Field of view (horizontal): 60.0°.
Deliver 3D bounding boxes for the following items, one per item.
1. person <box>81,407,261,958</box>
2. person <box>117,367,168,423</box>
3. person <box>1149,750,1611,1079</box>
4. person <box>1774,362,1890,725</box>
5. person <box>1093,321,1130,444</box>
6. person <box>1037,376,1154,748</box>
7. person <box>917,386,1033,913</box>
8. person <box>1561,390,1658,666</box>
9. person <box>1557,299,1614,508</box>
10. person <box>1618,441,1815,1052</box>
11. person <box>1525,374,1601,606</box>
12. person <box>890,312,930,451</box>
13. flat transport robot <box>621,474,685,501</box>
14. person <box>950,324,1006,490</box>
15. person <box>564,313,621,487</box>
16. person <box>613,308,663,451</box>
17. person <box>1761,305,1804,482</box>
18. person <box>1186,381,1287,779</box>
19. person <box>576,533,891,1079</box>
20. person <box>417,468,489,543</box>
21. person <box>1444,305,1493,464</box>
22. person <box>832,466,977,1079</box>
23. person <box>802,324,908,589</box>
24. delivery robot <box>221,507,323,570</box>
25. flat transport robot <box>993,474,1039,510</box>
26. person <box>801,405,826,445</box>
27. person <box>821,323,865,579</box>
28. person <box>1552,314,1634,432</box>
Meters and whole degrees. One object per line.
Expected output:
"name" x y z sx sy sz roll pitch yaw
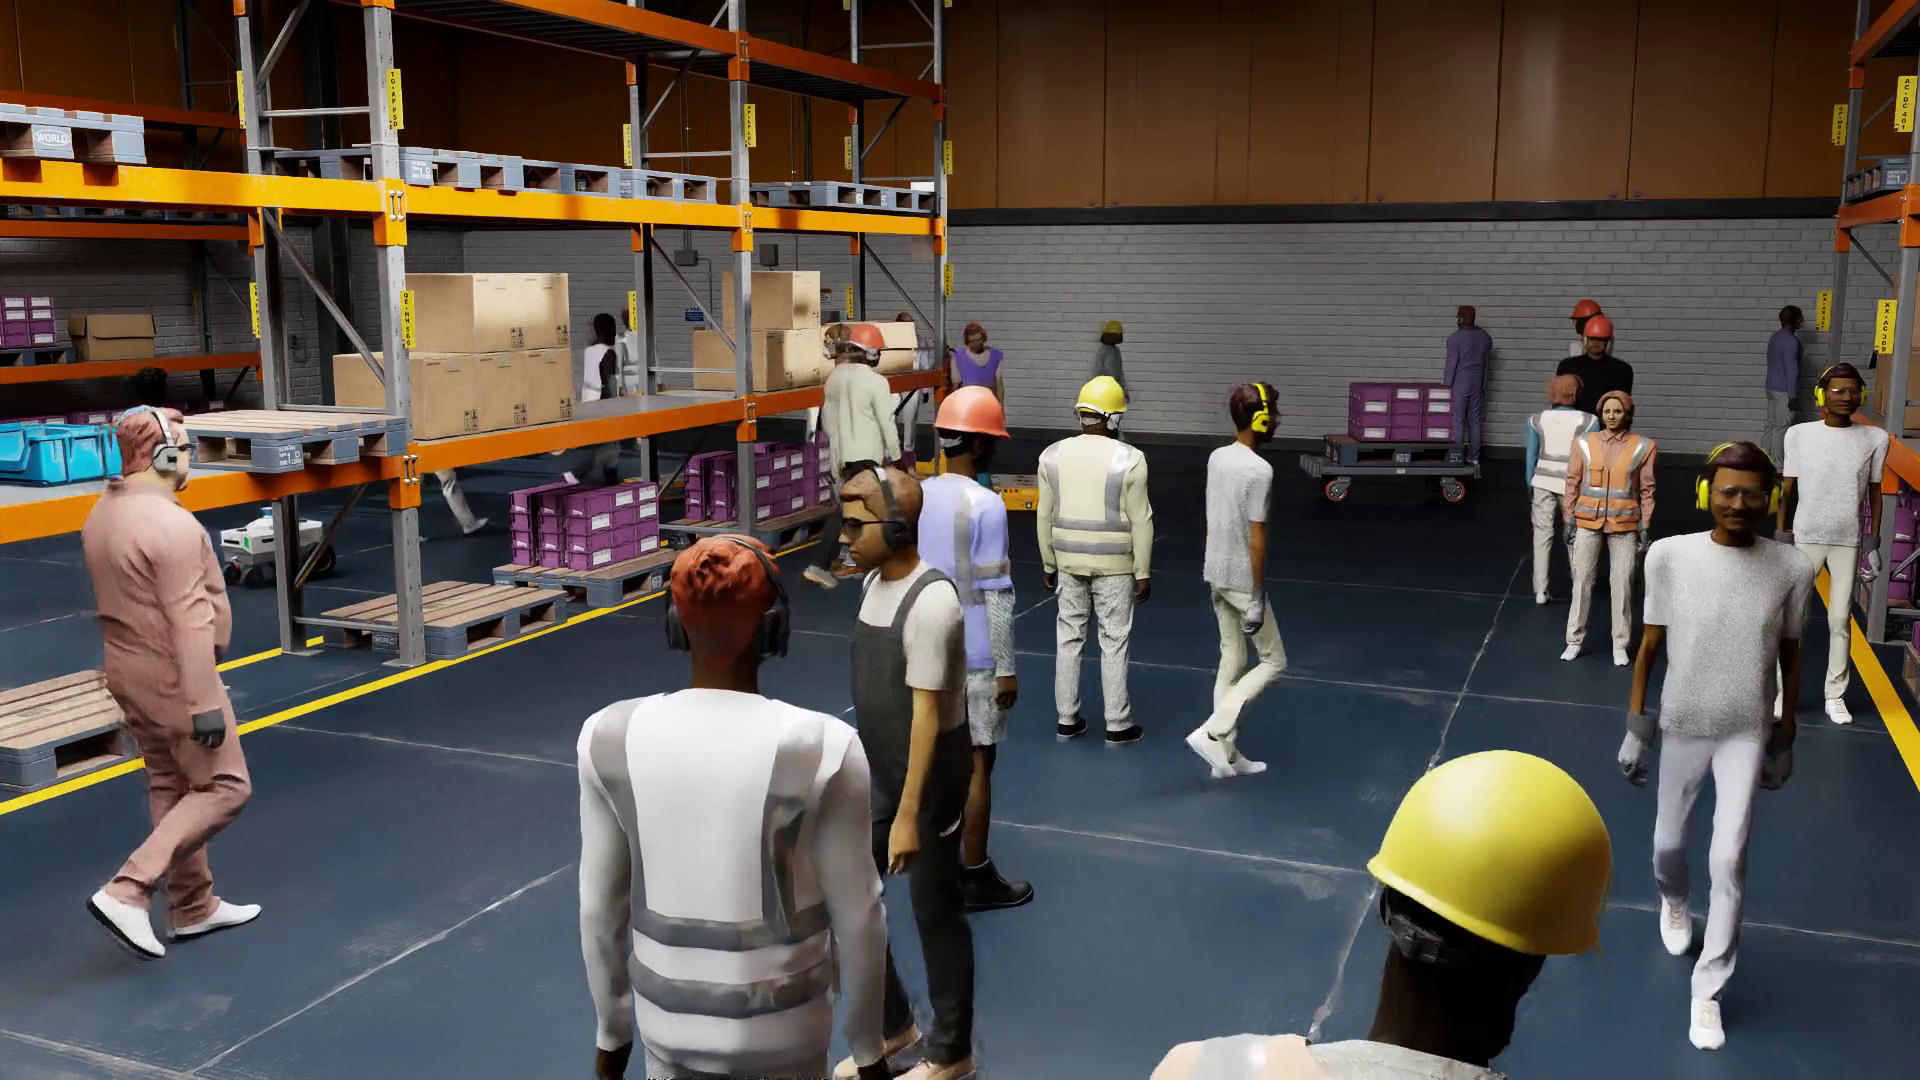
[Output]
"person" -2.719 0.494 5.674 0.669 1.892 0.548 8 13 41
"person" -5.585 -0.386 11.729 0.550 1.657 0.842 6 11 31
"person" 0.458 1.139 1.860 0.612 1.858 1.000 2 10 14
"person" 4.502 0.018 8.632 0.530 1.876 0.323 4 10 22
"person" 1.860 -1.745 19.806 0.871 1.701 0.502 6 11 31
"person" 0.679 0.109 8.213 0.599 1.830 0.404 5 11 29
"person" 0.031 0.400 6.145 0.362 1.934 0.543 -7 12 -38
"person" 3.851 -0.073 9.897 0.511 1.640 0.308 5 10 26
"person" 6.055 -1.310 16.169 0.611 2.042 0.394 -7 12 -38
"person" 2.396 0.586 5.311 0.523 1.847 0.855 4 10 22
"person" 4.264 -0.362 11.718 0.545 1.602 0.783 7 12 37
"person" -0.679 -1.799 19.804 0.660 1.824 0.430 1 9 3
"flat transport robot" -2.819 -0.543 16.881 1.431 0.197 0.652 -8 13 -41
"person" 0.174 -1.305 16.943 0.551 1.777 0.942 -4 10 -24
"person" -3.599 -1.300 16.538 0.670 1.902 0.611 -5 11 -29
"person" -4.059 -2.016 21.061 0.626 1.843 0.915 -4 10 -20
"person" 9.078 -1.613 18.323 0.371 1.940 0.630 1 9 6
"person" 1.268 0.205 7.599 0.443 1.853 0.516 -4 10 -24
"person" -0.422 0.919 3.156 0.582 1.882 0.357 2 10 14
"person" -4.491 -0.782 14.289 0.541 1.591 0.831 6 11 34
"person" 5.938 -1.810 19.620 0.639 1.908 0.409 -5 10 -26
"person" -0.176 0.706 4.643 0.550 1.823 0.540 -6 11 -34
"person" -0.763 -0.625 12.339 1.056 1.951 0.600 -6 11 -32
"delivery robot" -5.155 -0.005 12.478 0.477 0.478 0.707 6 11 32
"flat transport robot" 0.642 -0.488 16.543 0.652 0.197 1.431 0 10 -1
"person" -1.654 -1.651 19.582 0.502 1.612 0.625 -2 10 -14
"person" -0.883 -0.675 12.642 0.357 1.938 0.637 -1 9 -7
"person" 5.219 -0.878 13.756 0.626 1.978 0.747 5 11 28
